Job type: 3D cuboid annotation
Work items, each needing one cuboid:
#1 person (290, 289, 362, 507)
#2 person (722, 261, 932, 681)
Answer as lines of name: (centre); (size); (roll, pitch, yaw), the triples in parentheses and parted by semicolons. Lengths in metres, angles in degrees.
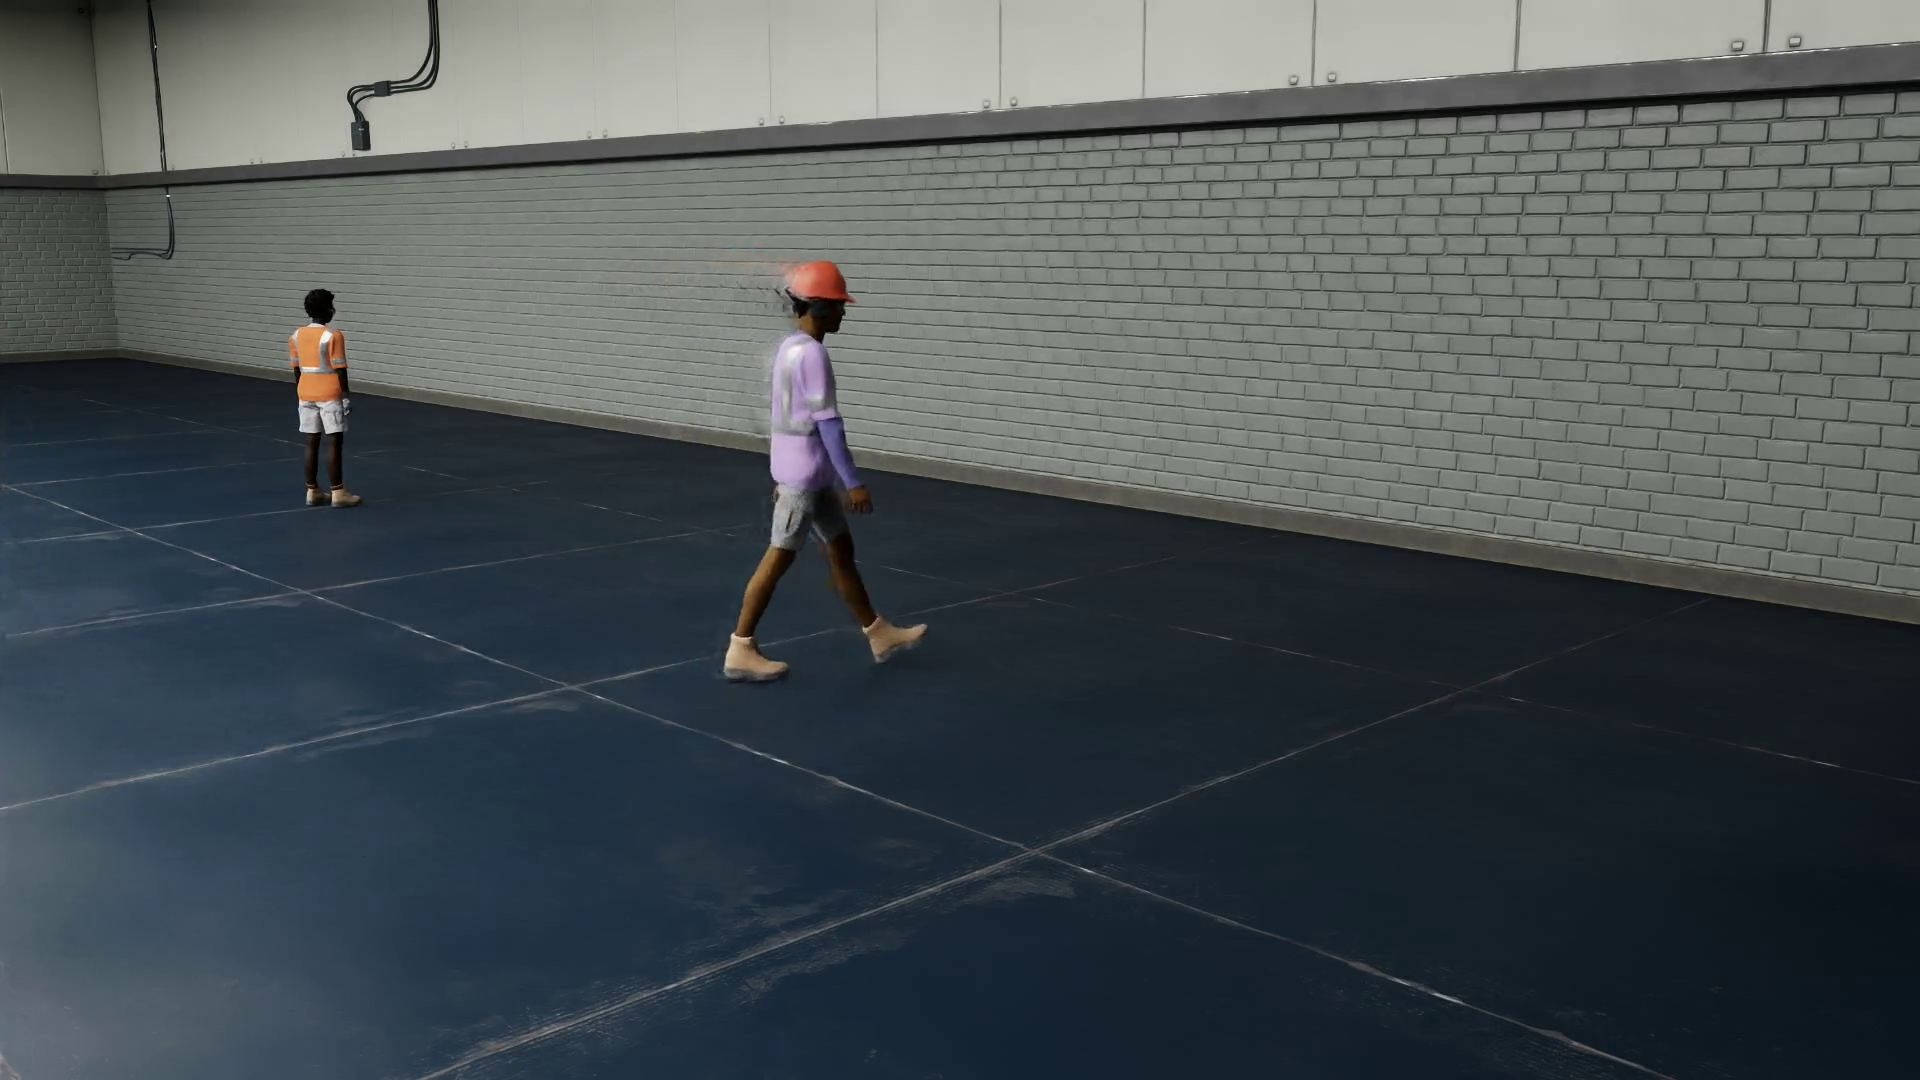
person: (-4.985, -1.114, 13.033); (0.540, 1.697, 0.317); (5, 11, 25)
person: (-0.669, -0.323, 7.948); (1.067, 1.983, 0.630); (-2, 11, -10)
